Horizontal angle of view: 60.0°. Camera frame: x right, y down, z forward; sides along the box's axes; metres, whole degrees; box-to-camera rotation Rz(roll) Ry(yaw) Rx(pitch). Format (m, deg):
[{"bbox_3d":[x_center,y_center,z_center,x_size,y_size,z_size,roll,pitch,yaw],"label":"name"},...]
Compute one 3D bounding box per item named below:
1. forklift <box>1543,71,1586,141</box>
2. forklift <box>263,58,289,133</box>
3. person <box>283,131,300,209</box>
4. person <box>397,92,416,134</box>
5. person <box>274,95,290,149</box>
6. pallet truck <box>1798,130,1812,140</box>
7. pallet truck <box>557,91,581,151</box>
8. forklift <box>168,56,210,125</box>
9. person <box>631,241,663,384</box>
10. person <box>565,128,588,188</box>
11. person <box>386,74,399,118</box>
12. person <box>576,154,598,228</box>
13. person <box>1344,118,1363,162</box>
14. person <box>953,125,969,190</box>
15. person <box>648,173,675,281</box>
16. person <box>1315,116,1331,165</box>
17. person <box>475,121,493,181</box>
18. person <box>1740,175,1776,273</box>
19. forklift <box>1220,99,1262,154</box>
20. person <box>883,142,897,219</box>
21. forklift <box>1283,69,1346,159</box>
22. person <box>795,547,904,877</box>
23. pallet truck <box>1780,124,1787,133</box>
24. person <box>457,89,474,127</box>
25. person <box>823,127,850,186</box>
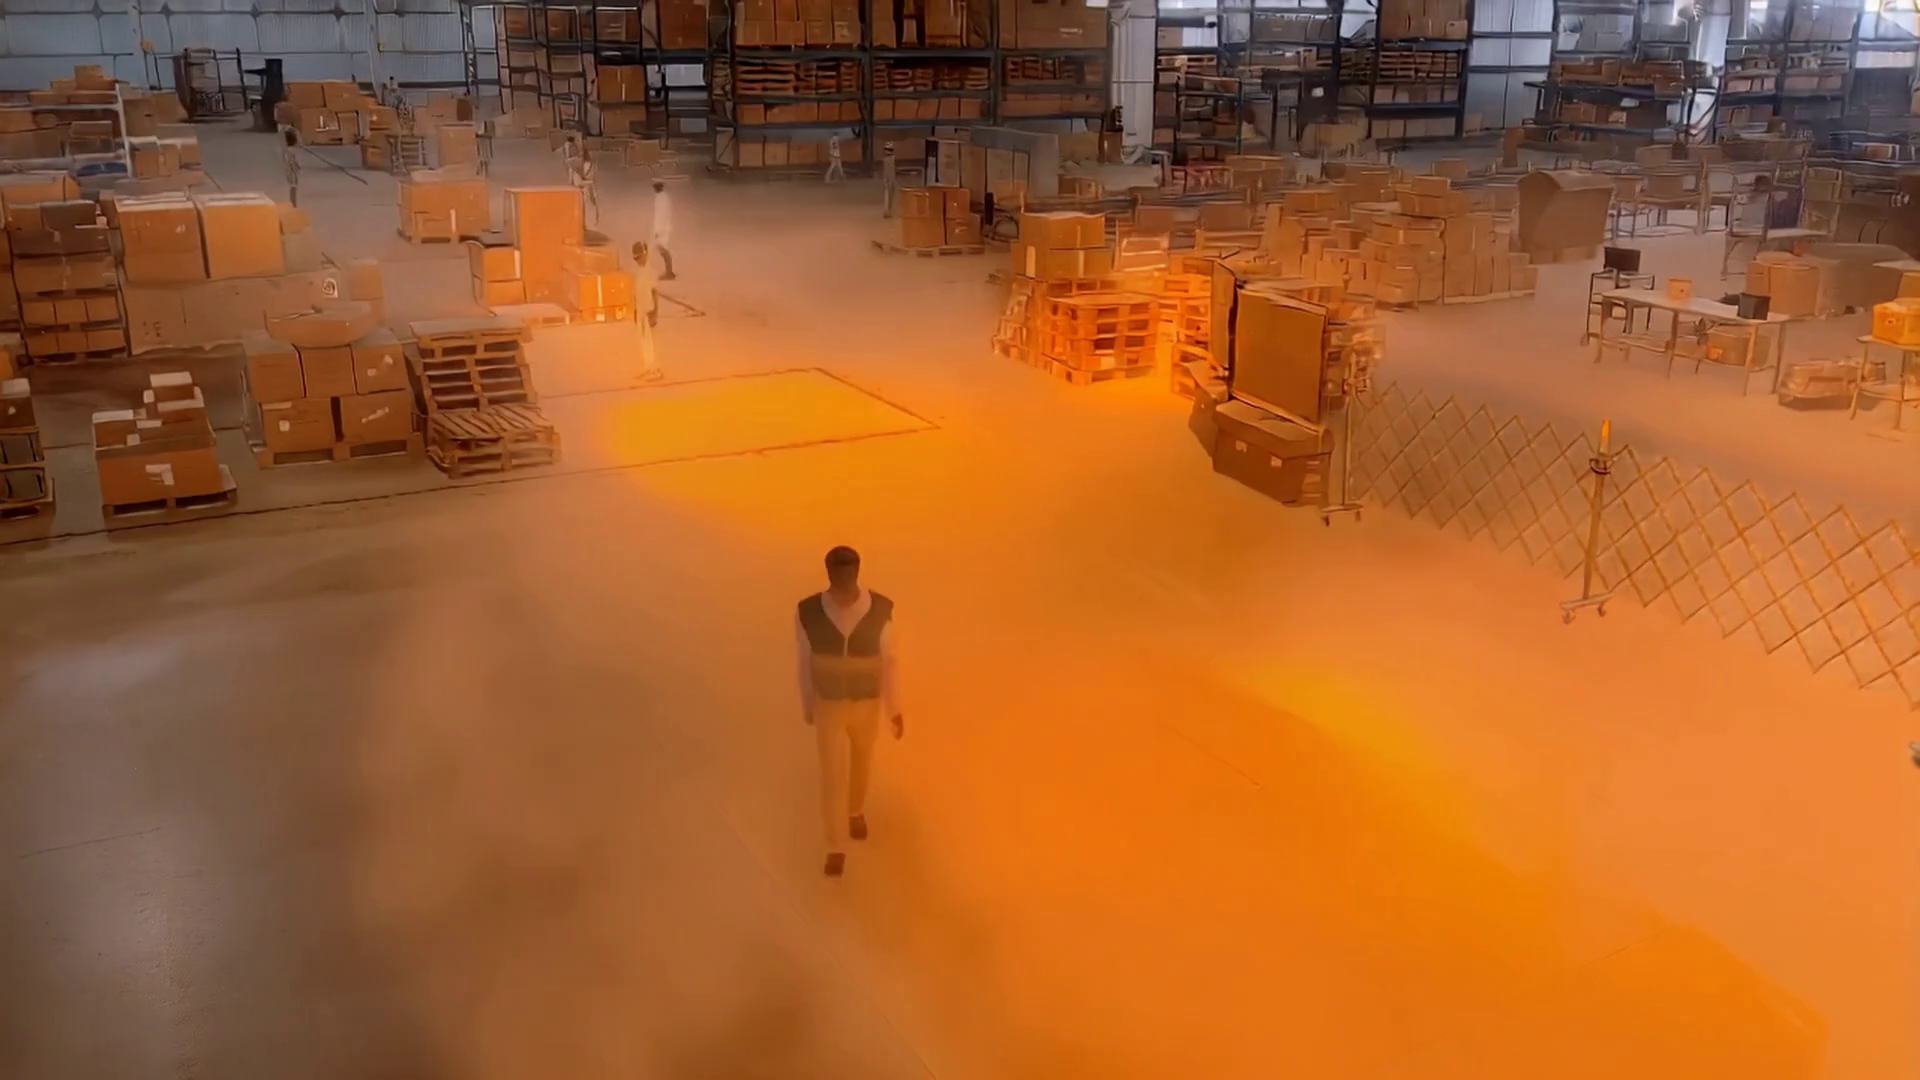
[{"bbox_3d":[18.685,-13.231,52.085,1.873,2.768,1.129,-9,20,-26],"label":"forklift"},{"bbox_3d":[-26.811,-17.490,65.362,1.873,2.768,1.129,-16,24,-41],"label":"forklift"},{"bbox_3d":[-15.814,-8.685,39.404,0.376,1.958,0.609,-10,20,-27],"label":"person"},{"bbox_3d":[-19.394,-14.711,58.265,0.594,1.913,0.384,-10,20,-27],"label":"person"},{"bbox_3d":[-23.564,-14.526,57.865,0.441,1.815,0.658,13,22,34],"label":"person"},{"bbox_3d":[25.526,-11.556,49.408,1.630,1.274,0.653,-9,20,-26],"label":"pallet truck"},{"bbox_3d":[-13.495,-14.412,57.188,0.823,1.965,1.885,-3,18,-9],"label":"pallet truck"},{"bbox_3d":[-32.201,-18.537,68.626,1.873,2.768,1.129,-9,20,-26],"label":"forklift"},{"bbox_3d":[-4.129,-2.990,21.792,0.313,1.866,0.528,-16,24,-40],"label":"person"},{"bbox_3d":[-9.407,-9.151,40.908,0.541,1.929,0.385,-2,18,-5],"label":"person"},{"bbox_3d":[-25.139,-19.661,73.708,0.570,1.891,0.941,-1,18,-4],"label":"person"},{"bbox_3d":[-8.326,-7.805,37.170,0.518,1.636,0.312,6,19,18],"label":"person"},{"bbox_3d":[11.780,-11.862,49.900,0.521,1.582,0.875,-6,19,-19],"label":"person"},{"bbox_3d":[0.061,-9.513,42.036,0.400,1.922,0.549,-11,21,-30],"label":"person"},{"bbox_3d":[-5.419,-5.604,29.868,0.577,1.919,0.544,-2,18,-5],"label":"person"},{"bbox_3d":[10.950,-11.950,50.127,0.514,1.603,0.645,-3,18,-11],"label":"person"},{"bbox_3d":[-13.413,-10.948,46.903,0.333,1.686,0.536,15,23,39],"label":"person"},{"bbox_3d":[14.768,-5.842,30.757,0.590,1.819,0.599,-9,20,-26],"label":"person"},{"bbox_3d":[9.747,-14.563,56.236,1.873,2.768,1.129,15,23,39],"label":"forklift"},{"bbox_3d":[-1.610,-8.369,38.722,0.329,1.767,0.529,3,18,11],"label":"person"},{"bbox_3d":[11.615,-13.871,54.079,1.129,2.768,1.873,-9,20,-27],"label":"forklift"},{"bbox_3d":[-0.625,0.954,9.471,0.608,1.871,0.960,-1,18,-5],"label":"person"},{"bbox_3d":[25.206,-12.542,52.601,1.601,1.201,0.680,0,18,-2],"label":"pallet truck"},{"bbox_3d":[-17.713,-15.163,59.587,0.641,1.962,0.806,4,18,12],"label":"person"},{"bbox_3d":[-3.450,-10.567,45.852,0.872,1.594,0.536,-9,20,-26],"label":"person"}]
